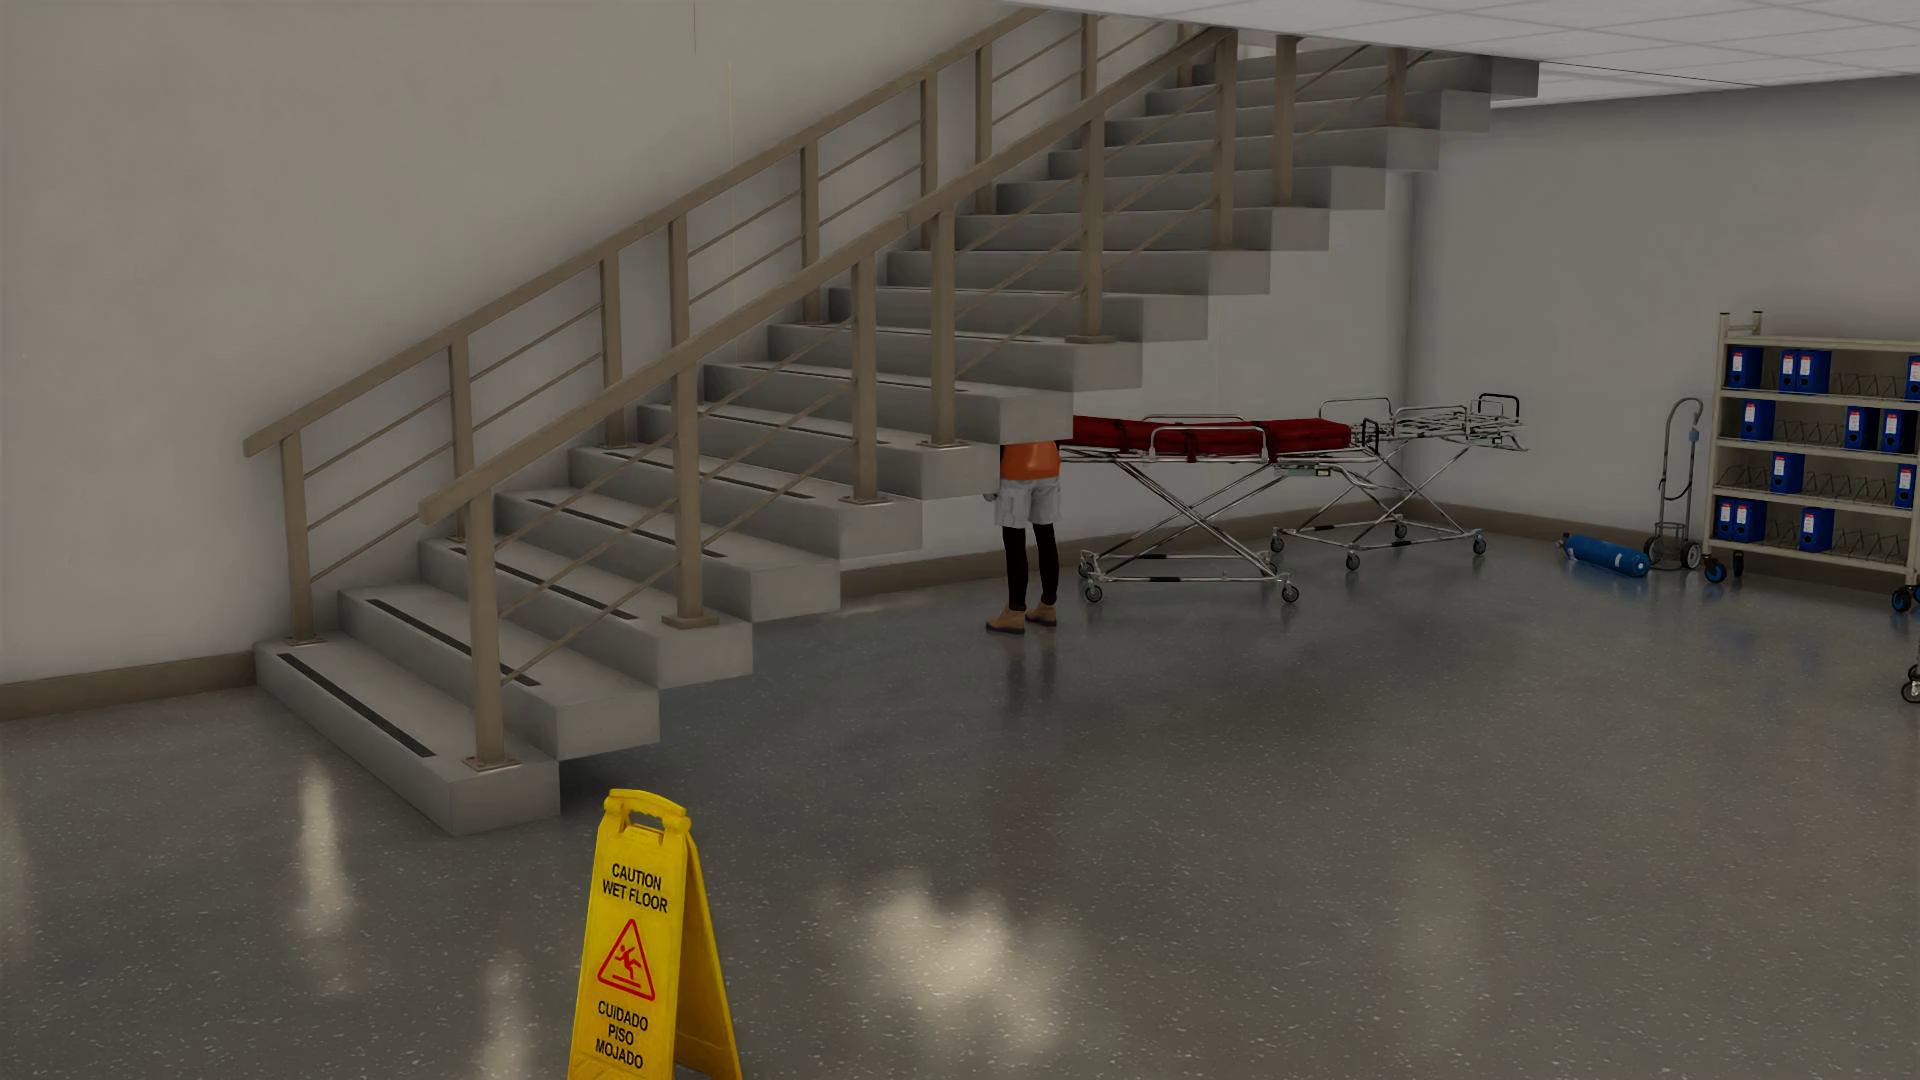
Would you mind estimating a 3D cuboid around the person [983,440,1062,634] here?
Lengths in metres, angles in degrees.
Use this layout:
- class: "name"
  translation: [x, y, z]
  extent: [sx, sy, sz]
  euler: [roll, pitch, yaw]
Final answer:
- class: "person"
  translation: [0.342, -0.346, 8.838]
  extent: [0.532, 1.693, 0.319]
  euler: [-9, 13, -41]
